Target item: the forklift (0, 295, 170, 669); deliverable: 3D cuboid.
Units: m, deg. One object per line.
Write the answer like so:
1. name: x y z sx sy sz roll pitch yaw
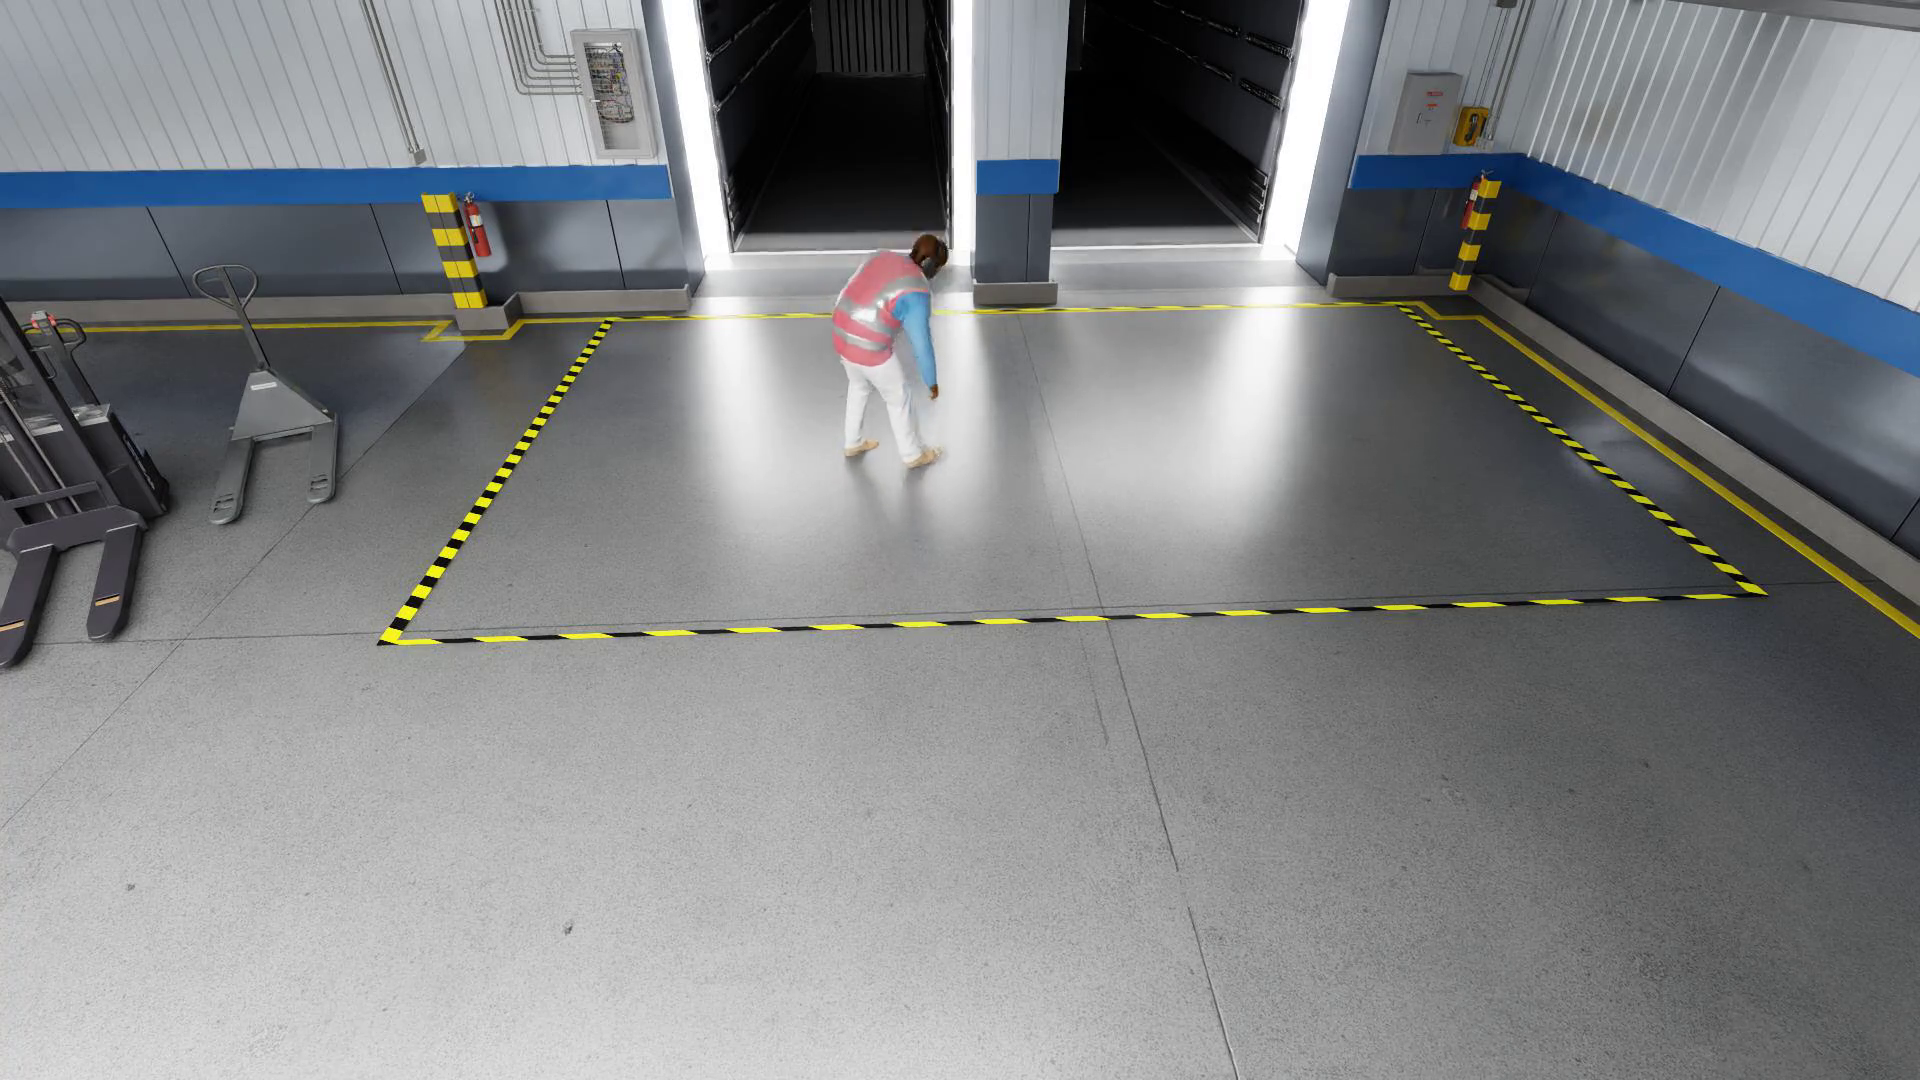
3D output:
1. forklift: -5.212 -0.618 4.878 0.823 1.965 1.885 -20 39 -26

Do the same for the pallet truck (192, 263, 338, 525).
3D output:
1. pallet truck: -4.778 -1.027 6.128 0.680 1.201 1.601 -17 38 -23

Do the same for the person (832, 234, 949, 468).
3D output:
1. person: -0.483 -1.249 6.209 0.802 1.575 0.897 -29 44 -35
